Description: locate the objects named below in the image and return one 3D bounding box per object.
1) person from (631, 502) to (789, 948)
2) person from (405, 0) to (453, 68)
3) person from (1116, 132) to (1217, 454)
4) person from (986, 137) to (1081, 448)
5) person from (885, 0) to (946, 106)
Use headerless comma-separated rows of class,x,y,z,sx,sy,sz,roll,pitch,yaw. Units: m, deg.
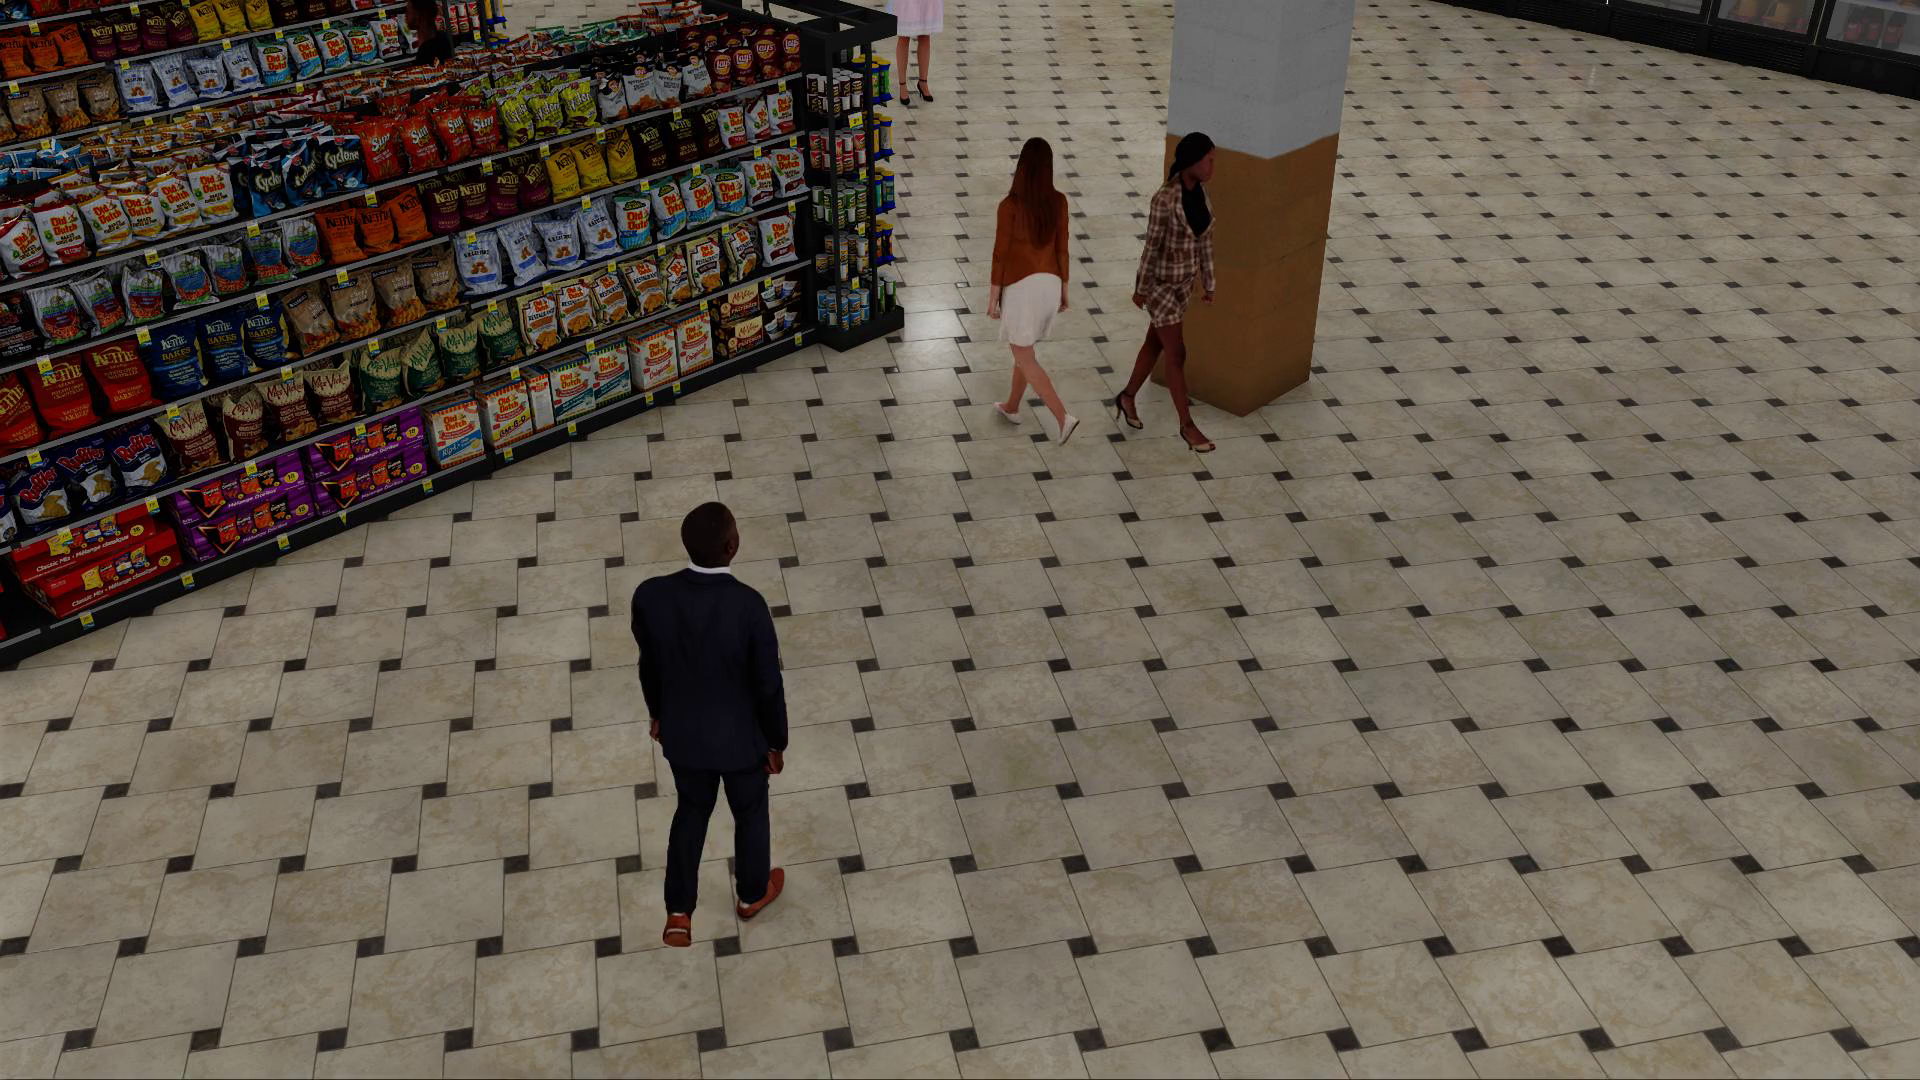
person,-0.875,0.713,5.762,0.937,1.809,1.045,8,33,13
person,-3.570,-2.837,11.471,0.762,1.805,0.711,-1,32,-1
person,1.088,-1.386,9.195,0.923,1.746,0.684,-24,39,-33
person,0.441,-1.304,9.130,1.014,1.676,0.843,-20,37,-28
person,-0.387,-4.738,14.513,0.791,1.819,0.875,-12,34,-19
